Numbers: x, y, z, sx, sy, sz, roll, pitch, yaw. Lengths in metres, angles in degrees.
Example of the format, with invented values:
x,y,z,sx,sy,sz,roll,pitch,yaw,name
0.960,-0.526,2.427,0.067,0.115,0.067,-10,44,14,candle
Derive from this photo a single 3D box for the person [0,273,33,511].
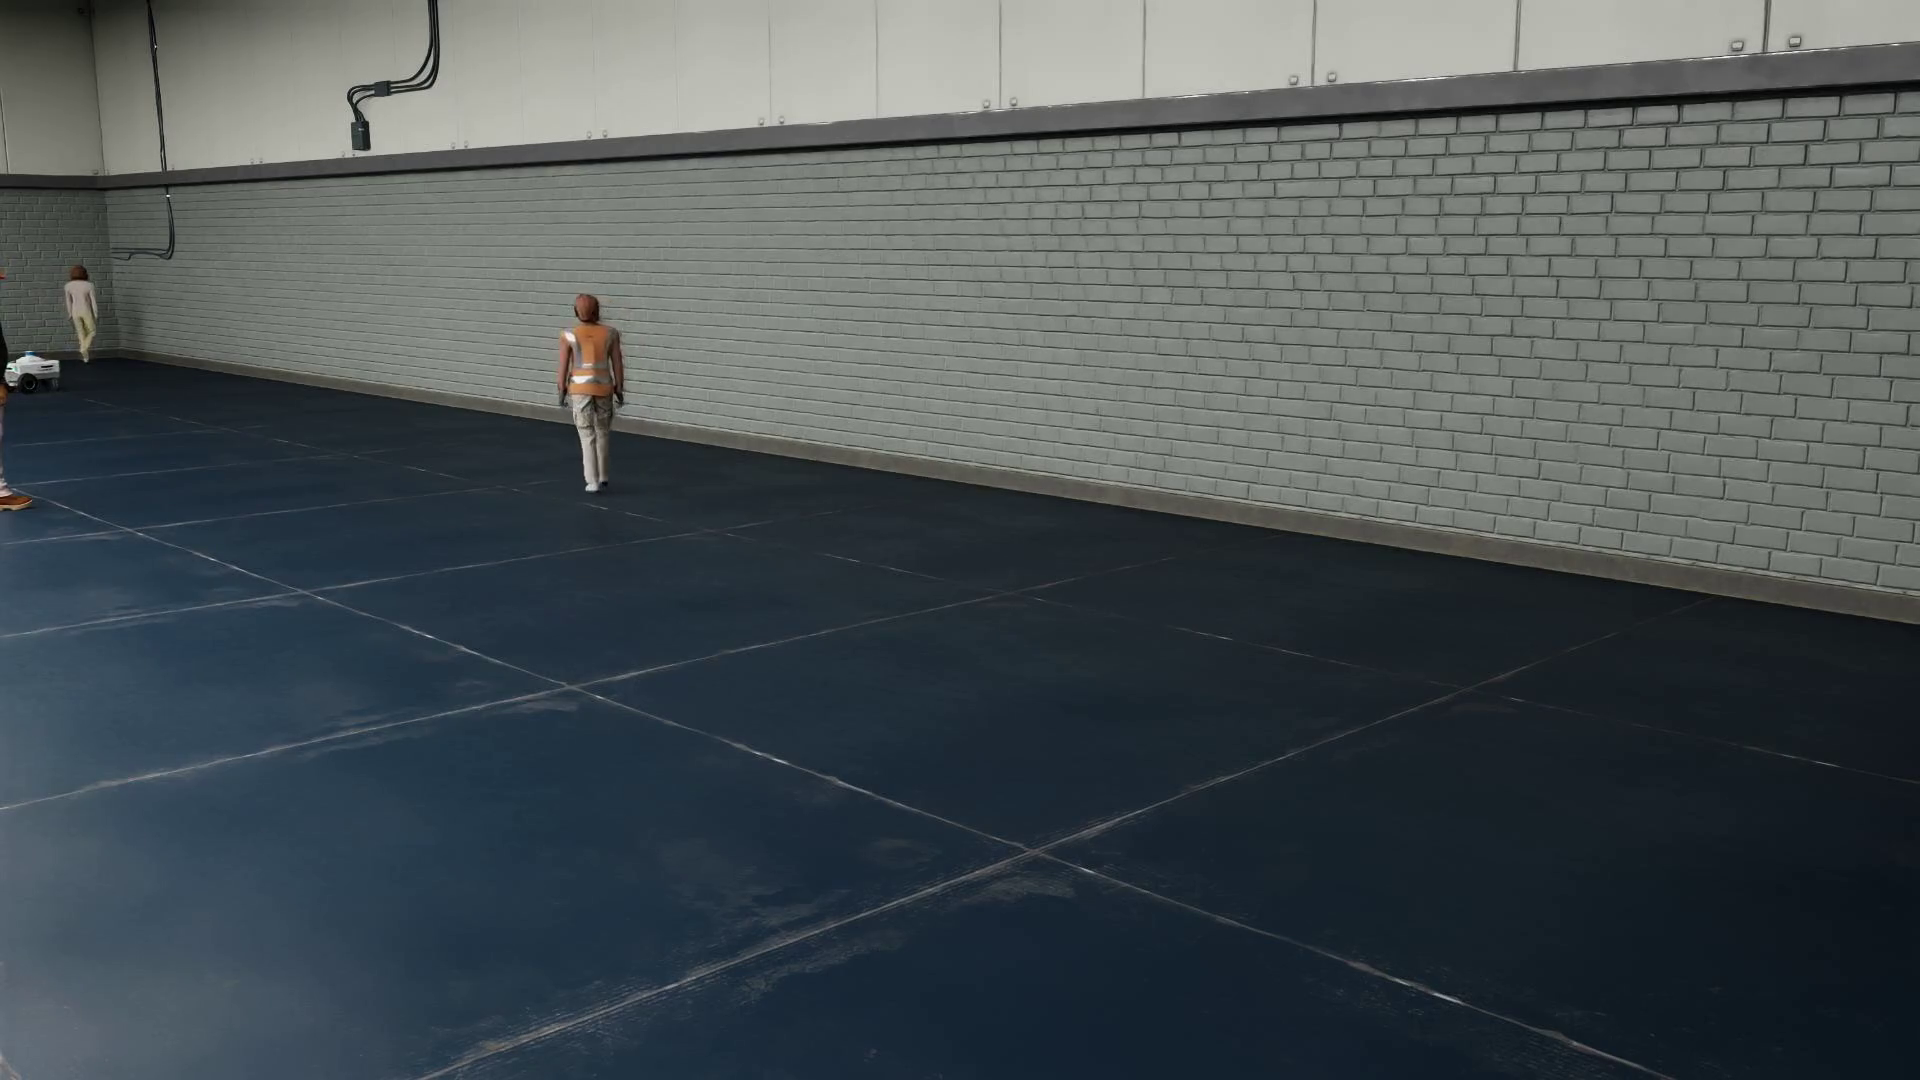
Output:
x,y,z,sx,sy,sz,roll,pitch,yaw,name
-7.548,-1.232,12.900,0.610,1.984,0.399,9,14,41,person

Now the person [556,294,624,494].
x,y,z,sx,sy,sz,roll,pitch,yaw,name
-3.075,-1.214,13.757,0.540,1.620,0.561,-5,12,-27,person

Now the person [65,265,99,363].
x,y,z,sx,sy,sz,roll,pitch,yaw,name
-14.541,-3.740,27.560,0.522,1.622,0.501,0,10,-2,person

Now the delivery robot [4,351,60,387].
x,y,z,sx,sy,sz,roll,pitch,yaw,name
-12.661,-2.332,22.660,0.477,0.478,0.707,4,11,22,delivery robot
